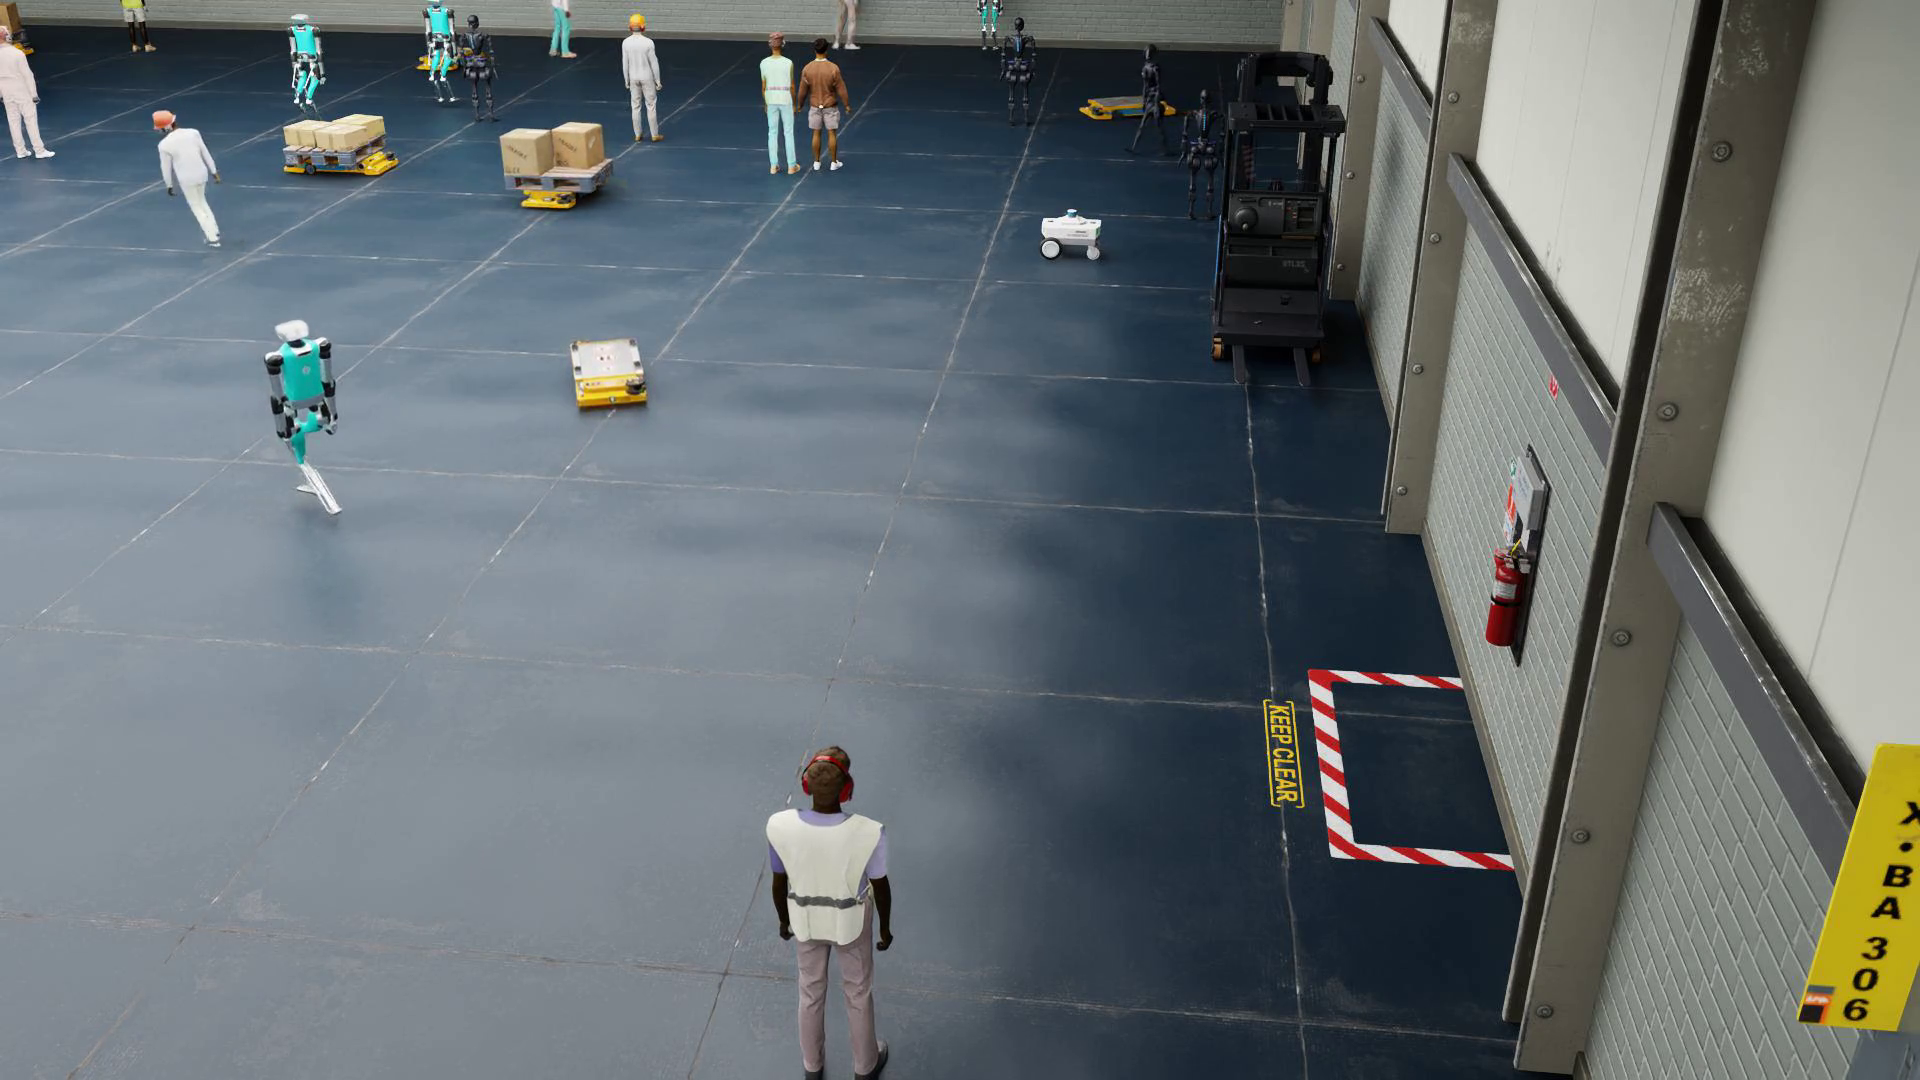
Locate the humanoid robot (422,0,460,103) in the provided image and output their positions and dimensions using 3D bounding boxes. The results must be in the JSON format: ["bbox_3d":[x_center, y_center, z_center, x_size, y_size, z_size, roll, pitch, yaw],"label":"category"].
[{"bbox_3d":[-8.616,-8.057,27.434,0.533,1.677,0.735,3,27,6],"label":"humanoid robot"}]

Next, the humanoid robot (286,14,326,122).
[{"bbox_3d":[-10.212,-7.266,25.855,0.533,1.677,0.735,3,27,6],"label":"humanoid robot"}]

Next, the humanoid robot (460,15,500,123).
[{"bbox_3d":[-7.706,-7.544,26.610,0.599,1.657,0.315,3,27,6],"label":"humanoid robot"}]

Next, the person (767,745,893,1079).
[{"bbox_3d":[-0.598,1.797,7.790,0.563,1.845,0.390,3,27,6],"label":"person"}]

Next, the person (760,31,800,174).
[{"bbox_3d":[-2.557,-6.188,23.588,0.483,1.978,0.404,3,27,6],"label":"person"}]

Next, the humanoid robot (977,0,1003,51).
[{"bbox_3d":[0.551,-10.156,31.624,0.533,1.677,0.735,3,27,6],"label":"humanoid robot"}]

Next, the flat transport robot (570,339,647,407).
[{"bbox_3d":[-3.496,-1.677,16.486,0.659,0.231,1.431,-6,27,-13],"label":"flat transport robot"}]

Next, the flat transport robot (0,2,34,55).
[{"bbox_3d":[-18.626,-9.385,31.874,1.431,0.231,0.659,3,27,6],"label":"flat transport robot"}]

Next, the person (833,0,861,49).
[{"bbox_3d":[-2.219,-10.449,32.253,0.543,1.840,0.622,-15,30,-27],"label":"person"}]

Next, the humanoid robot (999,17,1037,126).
[{"bbox_3d":[0.921,-7.433,26.390,0.599,1.657,0.315,3,27,6],"label":"humanoid robot"}]

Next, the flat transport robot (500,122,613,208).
[{"bbox_3d":[-5.439,-4.804,22.730,0.659,0.231,1.431,3,27,5],"label":"flat transport robot"}]

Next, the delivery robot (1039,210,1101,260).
[{"bbox_3d":[1.353,-3.728,20.229,0.739,0.566,0.499,3,27,6],"label":"delivery robot"}]

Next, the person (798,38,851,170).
[{"bbox_3d":[-1.957,-6.234,23.811,0.780,1.855,0.396,3,27,6],"label":"person"}]

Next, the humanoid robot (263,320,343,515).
[{"bbox_3d":[-5.393,-1.008,13.496,1.005,1.717,0.550,23,34,37],"label":"humanoid robot"}]

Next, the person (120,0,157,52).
[{"bbox_3d":[-15.942,-10.290,32.085,0.535,1.696,0.318,3,27,6],"label":"person"}]

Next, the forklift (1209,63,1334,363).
[{"bbox_3d":[3.241,-3.477,17.183,1.129,2.768,1.873,3,27,6],"label":"forklift"}]

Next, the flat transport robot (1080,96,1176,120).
[{"bbox_3d":[2.755,-7.094,27.300,1.431,0.231,0.659,-8,28,-16],"label":"flat transport robot"}]

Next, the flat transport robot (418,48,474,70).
[{"bbox_3d":[-9.568,-9.014,31.134,0.659,0.231,1.431,3,27,5],"label":"flat transport robot"}]

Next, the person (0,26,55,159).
[{"bbox_3d":[-13.820,-6.557,24.403,0.640,1.908,0.411,3,27,6],"label":"person"}]

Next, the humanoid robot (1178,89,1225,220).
[{"bbox_3d":[3.131,-4.990,21.512,0.599,1.657,0.315,3,27,6],"label":"humanoid robot"}]

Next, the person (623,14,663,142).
[{"bbox_3d":[-4.847,-7.036,25.370,0.564,1.898,0.352,3,27,6],"label":"person"}]

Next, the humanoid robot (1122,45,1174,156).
[{"bbox_3d":[2.818,-6.445,24.481,0.784,1.620,0.593,-8,28,-16],"label":"humanoid robot"}]

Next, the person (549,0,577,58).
[{"bbox_3d":[-7.606,-10.096,31.505,0.521,1.877,0.620,-9,28,-17],"label":"person"}]

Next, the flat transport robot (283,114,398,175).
[{"bbox_3d":[-8.950,-5.469,24.056,1.431,0.231,0.659,3,27,6],"label":"flat transport robot"}]

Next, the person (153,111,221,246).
[{"bbox_3d":[-9.470,-4.442,20.406,0.517,1.692,0.630,14,30,26],"label":"person"}]
